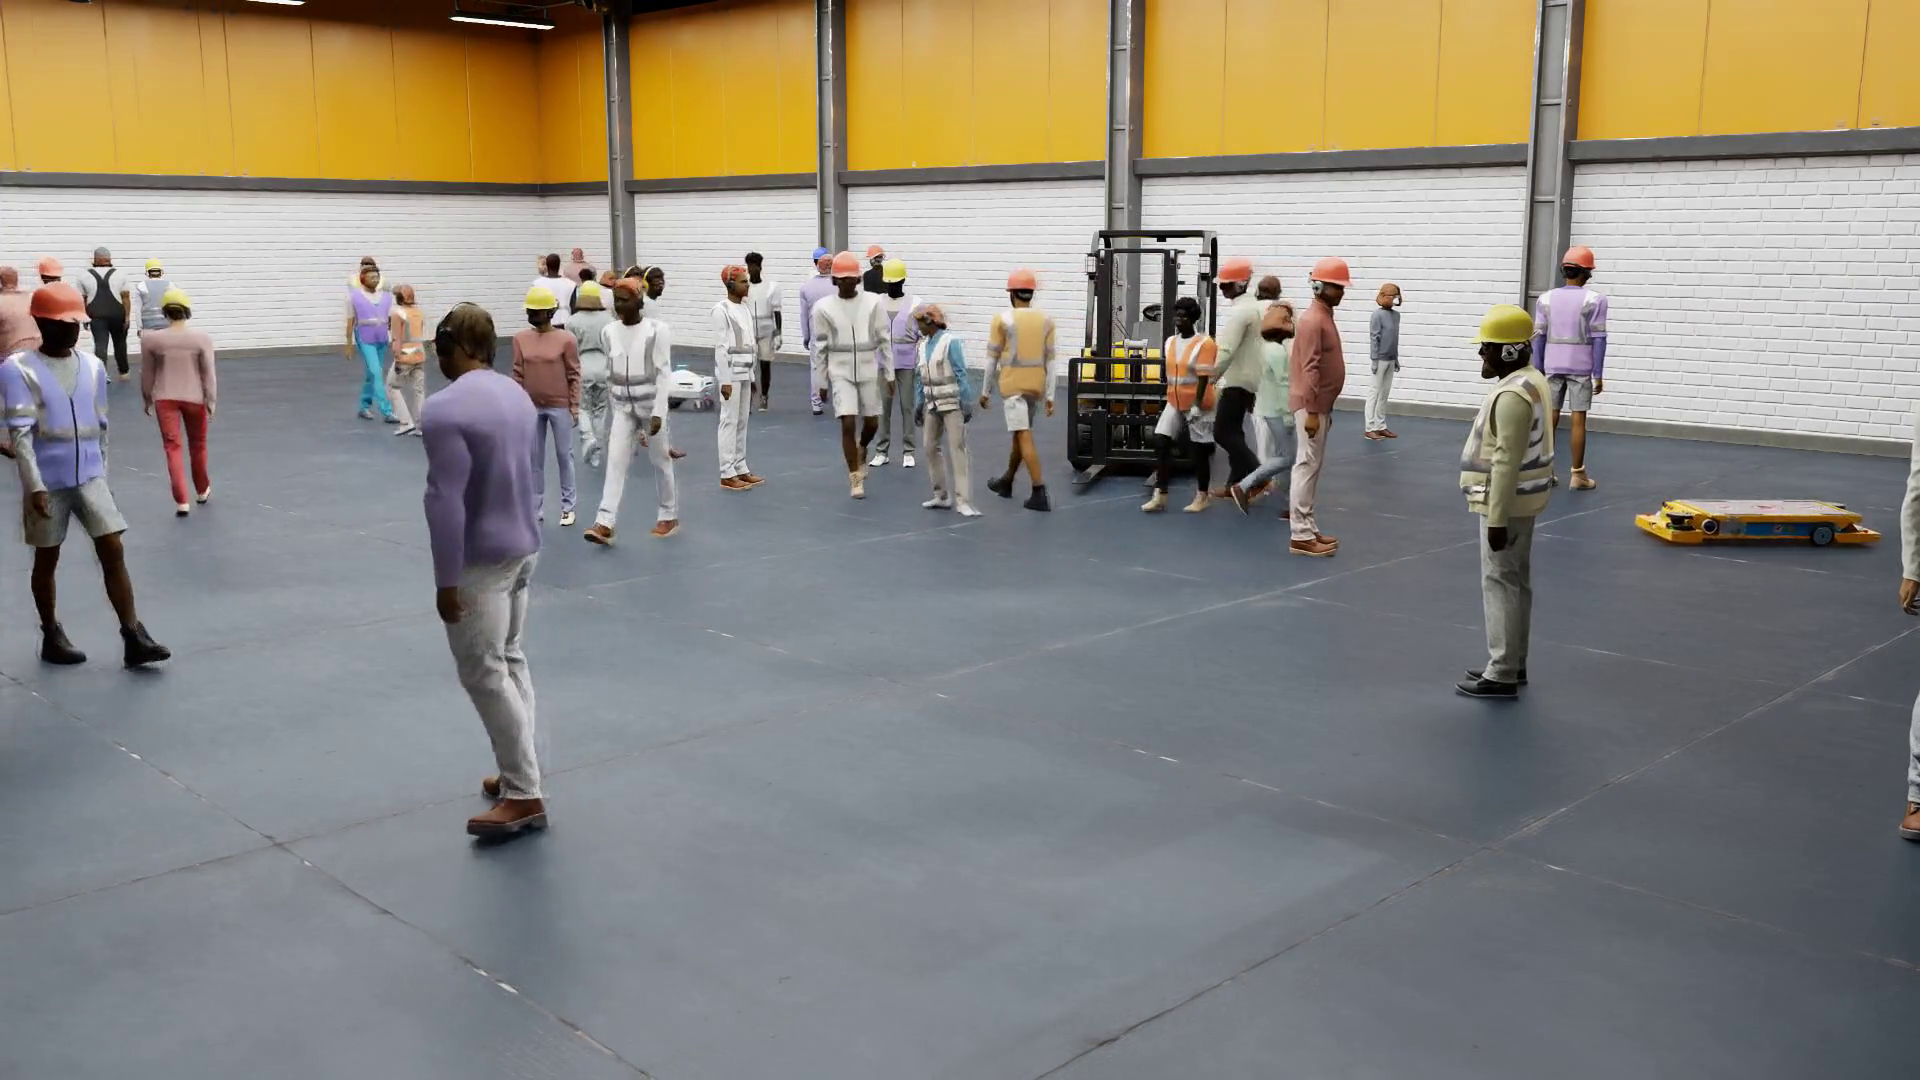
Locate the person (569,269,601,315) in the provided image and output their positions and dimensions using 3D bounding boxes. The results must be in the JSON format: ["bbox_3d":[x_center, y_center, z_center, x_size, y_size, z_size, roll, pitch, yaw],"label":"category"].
[{"bbox_3d":[-5.521,-3.217,24.774,0.532,1.649,0.874,2,11,10],"label":"person"}]

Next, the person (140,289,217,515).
[{"bbox_3d":[-6.036,-1.076,12.881,0.536,1.715,0.905,-4,11,-23],"label":"person"}]

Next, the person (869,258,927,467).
[{"bbox_3d":[-0.594,-1.624,15.333,0.585,1.919,0.374,2,11,12],"label":"person"}]

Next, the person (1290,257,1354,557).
[{"bbox_3d":[2.418,-0.897,11.179,0.401,1.987,0.612,4,11,19],"label":"person"}]

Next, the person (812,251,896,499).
[{"bbox_3d":[-0.880,-1.362,13.678,0.674,2.007,0.763,-2,11,-10],"label":"person"}]

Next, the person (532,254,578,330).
[{"bbox_3d":[-5.401,-2.864,22.221,0.611,1.864,0.988,-4,11,-21],"label":"person"}]

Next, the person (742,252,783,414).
[{"bbox_3d":[-2.424,-2.458,19.874,0.610,1.923,0.960,-1,10,-4],"label":"person"}]

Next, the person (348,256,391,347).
[{"bbox_3d":[-8.819,-3.335,24.923,0.642,1.824,0.630,0,10,0],"label":"person"}]

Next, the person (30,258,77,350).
[{"bbox_3d":[-9.313,-1.945,17.156,0.962,1.889,0.562,8,13,39],"label":"person"}]

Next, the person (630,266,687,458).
[{"bbox_3d":[-2.933,-1.654,15.684,0.570,1.849,0.592,-1,10,-7],"label":"person"}]

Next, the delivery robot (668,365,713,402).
[{"bbox_3d":[-3.371,-1.882,20.206,0.707,0.478,0.477,3,11,15],"label":"delivery robot"}]

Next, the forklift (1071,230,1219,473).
[{"bbox_3d":[1.804,-1.825,15.677,1.214,2.155,2.313,2,11,13],"label":"forklift"}]

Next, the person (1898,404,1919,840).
[{"bbox_3d":[3.612,0.119,5.770,0.637,1.938,0.355,4,11,22],"label":"person"}]

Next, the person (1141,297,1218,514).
[{"bbox_3d":[1.670,-1.005,12.646,0.683,1.667,0.533,-9,14,-42],"label":"person"}]

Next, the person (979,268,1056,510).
[{"bbox_3d":[0.476,-1.200,13.178,0.547,1.878,1.039,-6,12,-30],"label":"person"}]

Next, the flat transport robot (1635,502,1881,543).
[{"bbox_3d":[5.601,-0.135,11.711,1.431,0.197,0.652,0,10,1],"label":"flat transport robot"}]

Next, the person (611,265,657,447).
[{"bbox_3d":[-3.321,-1.882,16.980,0.567,1.835,0.822,-8,13,-38],"label":"person"}]

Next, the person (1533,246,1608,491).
[{"bbox_3d":[5.126,-1.439,13.982,0.609,2.044,0.396,10,14,42],"label":"person"}]

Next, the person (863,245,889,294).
[{"bbox_3d":[-1.214,-3.356,24.576,0.402,1.990,0.622,10,14,43],"label":"person"}]

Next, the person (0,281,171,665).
[{"bbox_3d":[-4.291,-0.291,8.100,0.904,1.896,0.558,7,12,33],"label":"person"}]

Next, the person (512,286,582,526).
[{"bbox_3d":[-3.037,-0.977,12.229,0.526,1.765,0.329,2,11,11],"label":"person"}]

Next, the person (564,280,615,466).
[{"bbox_3d":[-3.379,-1.515,15.292,0.489,1.723,0.516,-4,11,-21],"label":"person"}]

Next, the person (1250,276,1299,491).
[{"bbox_3d":[2.599,-1.341,14.177,0.684,1.775,0.822,-5,12,-26],"label":"person"}]

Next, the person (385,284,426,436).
[{"bbox_3d":[-5.864,-1.888,17.584,0.447,1.623,0.534,3,11,17],"label":"person"}]

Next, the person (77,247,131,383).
[{"bbox_3d":[-12.415,-3.304,24.160,0.695,2.000,1.091,-4,11,-20],"label":"person"}]

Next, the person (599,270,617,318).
[{"bbox_3d":[-4.991,-3.027,23.758,0.507,1.632,0.275,9,14,42],"label":"person"}]

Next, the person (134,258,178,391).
[{"bbox_3d":[-11.037,-2.960,22.894,0.586,1.824,0.404,-9,13,-39],"label":"person"}]

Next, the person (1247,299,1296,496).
[{"bbox_3d":[2.637,-1.202,13.868,0.525,1.610,0.726,1,10,8],"label":"person"}]

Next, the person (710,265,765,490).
[{"bbox_3d":[-1.879,-1.367,14.026,0.355,1.885,0.574,3,11,16],"label":"person"}]

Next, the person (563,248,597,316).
[{"bbox_3d":[-6.926,-4.359,30.304,0.639,1.902,0.406,-7,13,-34],"label":"person"}]

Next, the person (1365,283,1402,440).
[{"bbox_3d":[4.460,-1.870,17.452,0.501,1.633,0.285,-10,14,-44],"label":"person"}]

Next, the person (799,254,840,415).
[{"bbox_3d":[-1.564,-2.430,19.756,0.637,1.911,0.403,3,11,15],"label":"person"}]

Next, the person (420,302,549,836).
[{"bbox_3d":[-1.699,0.092,6.077,0.532,1.898,0.749,2,11,12],"label":"person"}]

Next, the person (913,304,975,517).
[{"bbox_3d":[-0.100,-0.992,12.724,0.327,1.611,0.633,-8,13,-38],"label":"person"}]

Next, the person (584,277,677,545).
[{"bbox_3d":[-2.263,-0.876,11.473,0.586,1.835,0.975,3,11,18],"label":"person"}]

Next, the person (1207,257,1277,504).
[{"bbox_3d":[2.213,-1.241,13.110,0.575,1.966,0.639,3,11,17],"label":"person"}]

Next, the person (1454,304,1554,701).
[{"bbox_3d":[2.512,-0.171,7.686,0.403,1.825,0.597,5,12,27],"label":"person"}]

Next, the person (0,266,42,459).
[{"bbox_3d":[-8.835,-1.637,15.614,1.054,1.841,0.651,4,11,22],"label":"person"}]

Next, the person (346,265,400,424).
[{"bbox_3d":[-6.716,-2.245,19.060,0.965,1.797,0.584,8,13,36],"label":"person"}]

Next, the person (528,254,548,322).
[{"bbox_3d":[-6.365,-3.520,25.908,1.030,1.848,0.649,-5,11,-24],"label":"person"}]

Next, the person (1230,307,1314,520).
[{"bbox_3d":[2.355,-0.926,12.363,0.580,1.606,0.528,1,10,5],"label":"person"}]

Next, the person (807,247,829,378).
[{"bbox_3d":[-2.097,-3.416,25.022,0.386,1.948,0.605,-4,11,-23],"label":"person"}]
